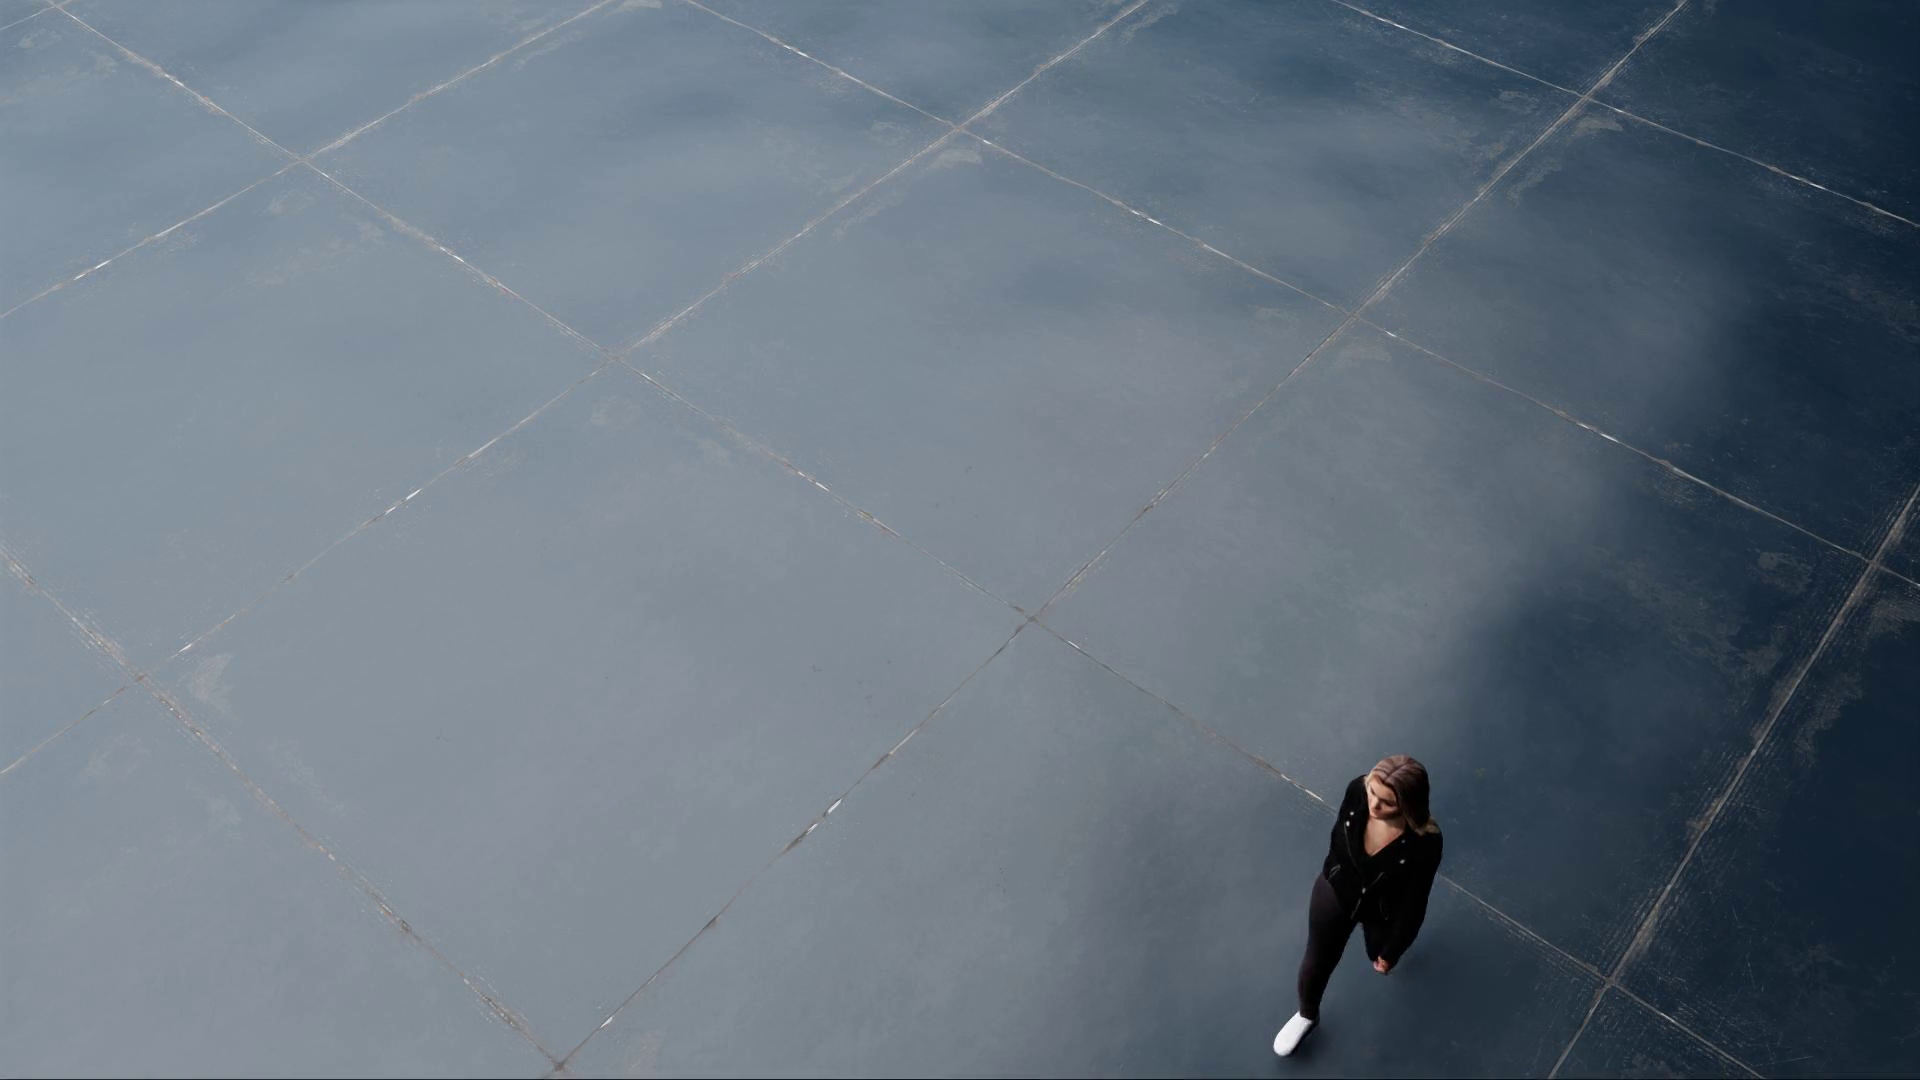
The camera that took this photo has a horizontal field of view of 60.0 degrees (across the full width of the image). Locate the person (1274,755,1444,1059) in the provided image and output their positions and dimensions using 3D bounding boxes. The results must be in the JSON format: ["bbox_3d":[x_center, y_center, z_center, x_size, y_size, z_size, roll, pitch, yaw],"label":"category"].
[{"bbox_3d":[1.566,1.282,6.133,0.629,1.657,1.054,35,56,28],"label":"person"}]
